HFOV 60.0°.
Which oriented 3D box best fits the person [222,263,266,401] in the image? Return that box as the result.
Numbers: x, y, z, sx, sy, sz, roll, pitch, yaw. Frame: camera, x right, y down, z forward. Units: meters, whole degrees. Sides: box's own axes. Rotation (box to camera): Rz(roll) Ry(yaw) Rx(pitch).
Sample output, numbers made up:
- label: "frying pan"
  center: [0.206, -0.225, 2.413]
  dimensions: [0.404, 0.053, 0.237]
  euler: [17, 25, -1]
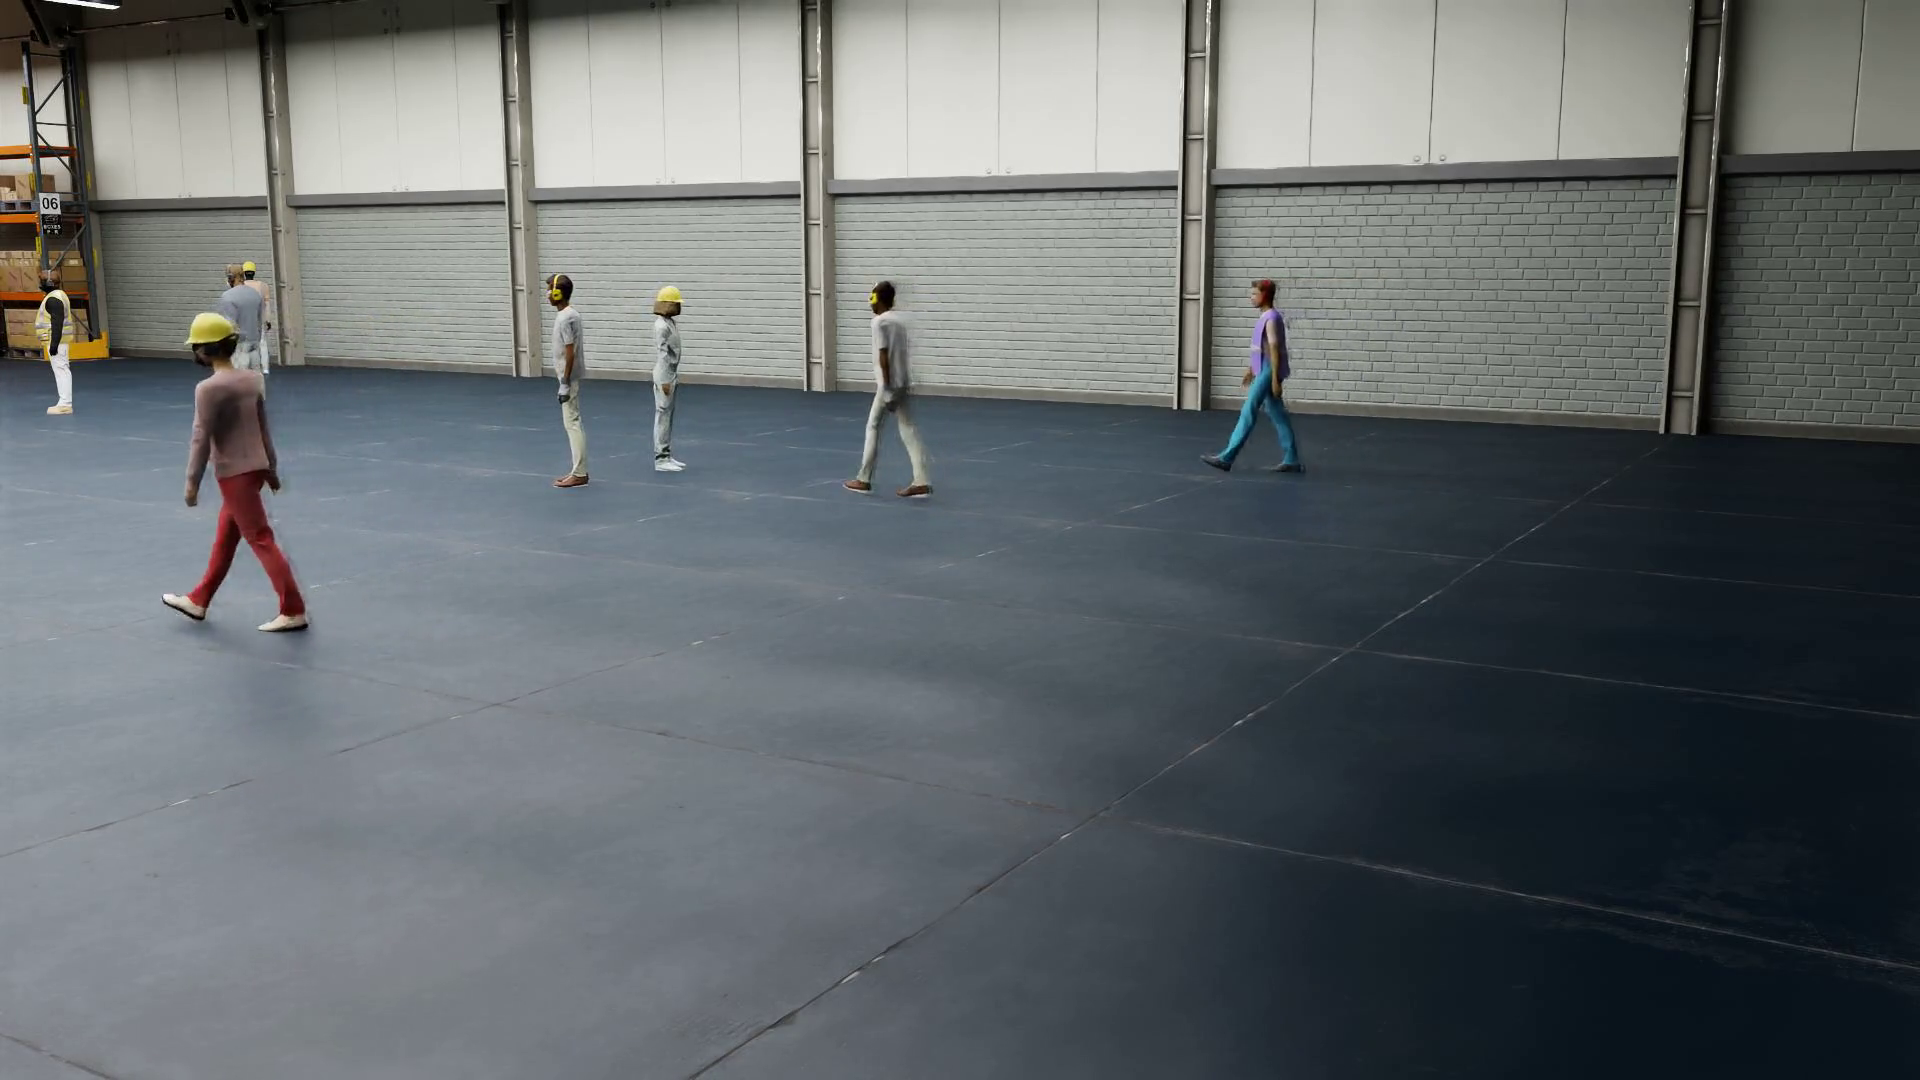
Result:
- label: "person"
  center: [-8.641, -2.353, 20.032]
  dimensions: [0.372, 1.934, 0.627]
  euler: [2, 10, 14]

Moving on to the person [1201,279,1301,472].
- label: "person"
  center: [2.765, -1.515, 15.519]
  dimensions: [0.961, 1.798, 0.576]
  euler: [2, 10, 12]

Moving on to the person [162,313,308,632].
- label: "person"
  center: [-3.962, -0.352, 8.957]
  dimensions: [0.928, 1.711, 0.531]
  euler: [1, 10, 4]

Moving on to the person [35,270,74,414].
- label: "person"
  center: [-11.637, -2.539, 21.391]
  dimensions: [0.429, 1.844, 0.624]
  euler: [-4, 11, -24]

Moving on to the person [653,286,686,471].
- label: "person"
  center: [-2.749, -1.528, 15.759]
  dimensions: [0.325, 1.740, 0.493]
  euler: [0, 10, -2]

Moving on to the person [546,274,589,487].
- label: "person"
  center: [-3.449, -1.391, 14.599]
  dimensions: [0.317, 1.865, 0.523]
  euler: [-1, 10, -6]

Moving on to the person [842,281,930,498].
- label: "person"
  center: [-0.618, -1.272, 14.063]
  dimensions: [0.953, 1.804, 0.504]
  euler: [7, 12, 34]

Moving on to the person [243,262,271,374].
- label: "person"
  center: [-12.084, -3.779, 28.397]
  dimensions: [0.595, 1.925, 0.374]
  euler: [-7, 12, -36]
